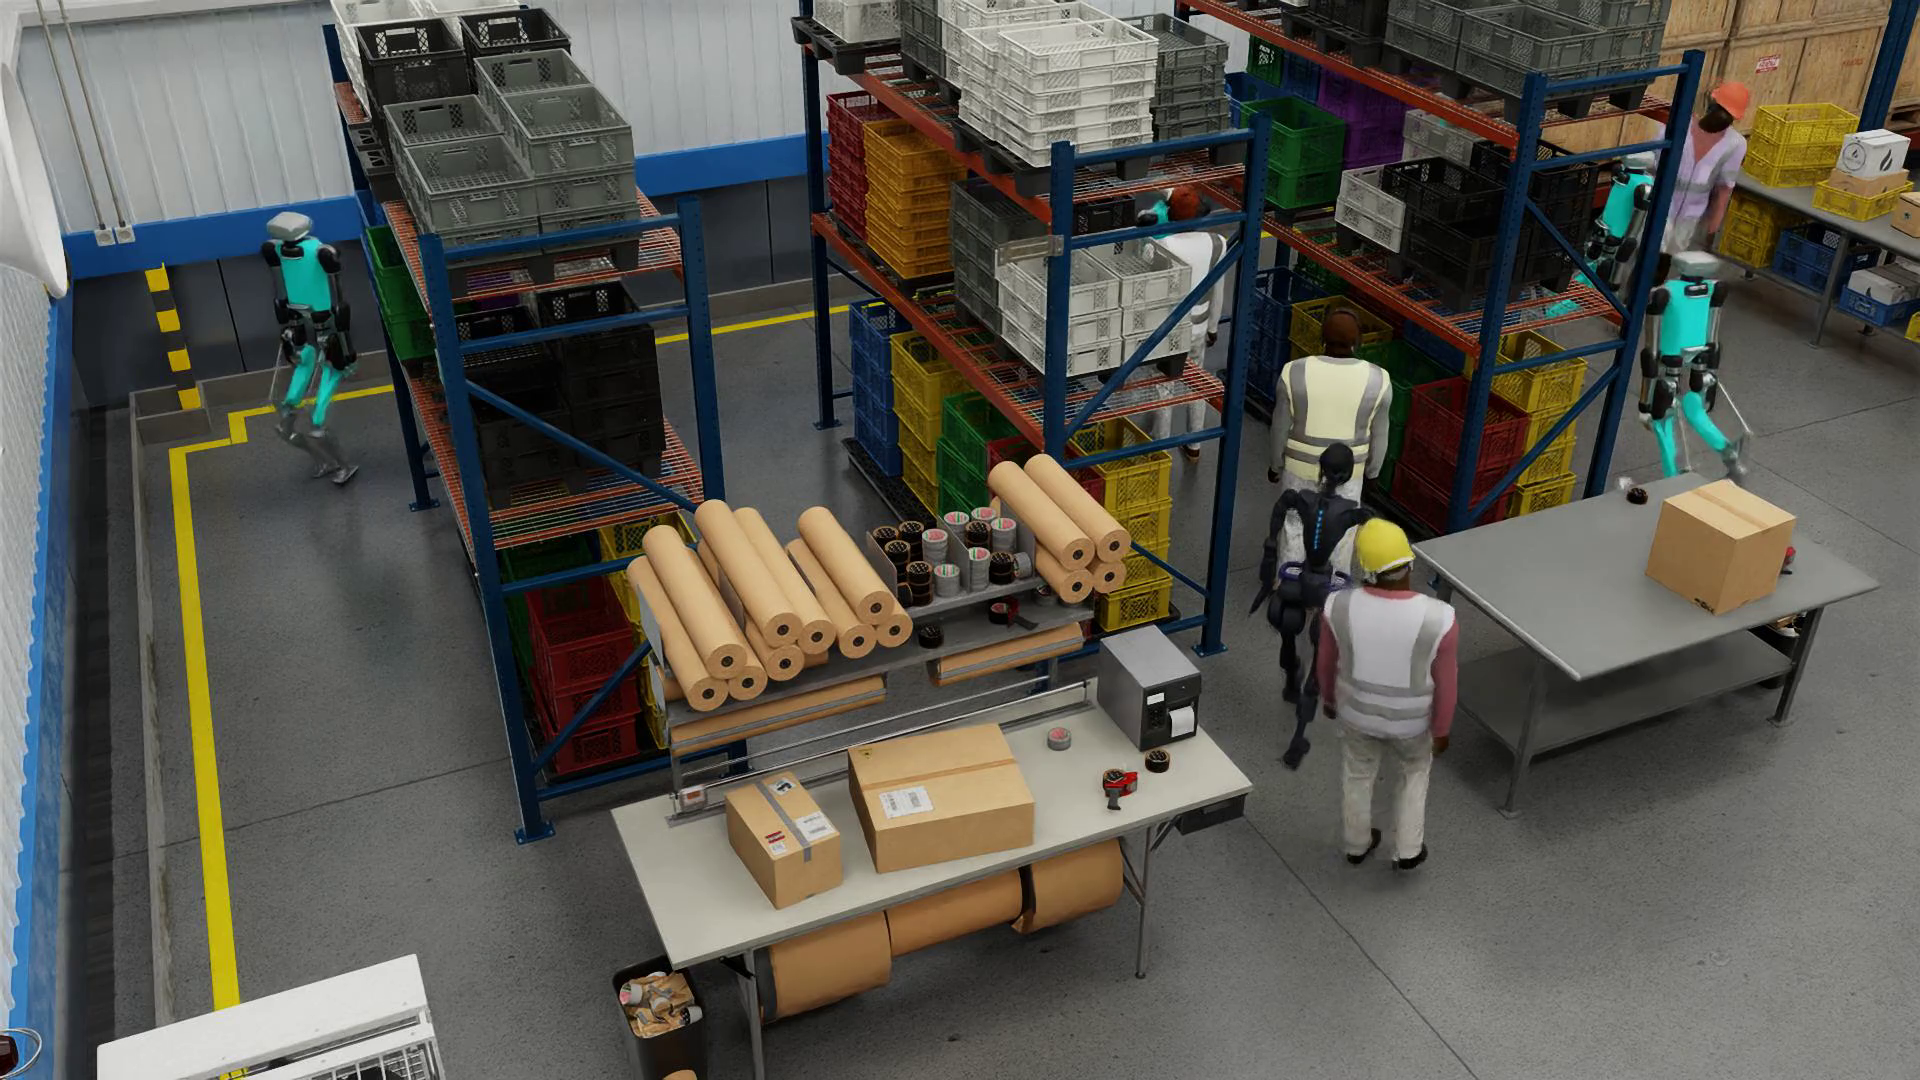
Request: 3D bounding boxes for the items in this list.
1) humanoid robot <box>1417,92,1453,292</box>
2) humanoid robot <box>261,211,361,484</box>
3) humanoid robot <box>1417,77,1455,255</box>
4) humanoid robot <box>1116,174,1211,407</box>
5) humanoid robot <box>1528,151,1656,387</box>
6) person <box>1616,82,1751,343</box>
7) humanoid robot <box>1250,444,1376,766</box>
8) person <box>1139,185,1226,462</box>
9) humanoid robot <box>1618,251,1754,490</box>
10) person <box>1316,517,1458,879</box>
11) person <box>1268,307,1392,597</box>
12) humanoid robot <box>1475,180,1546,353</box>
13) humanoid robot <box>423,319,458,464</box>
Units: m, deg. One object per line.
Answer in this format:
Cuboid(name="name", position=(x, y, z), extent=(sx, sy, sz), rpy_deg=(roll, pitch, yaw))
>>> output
Cuboid(name="humanoid robot", position=(3.750, -2.512, 12.681), extent=(0.673, 1.832, 0.538), rpy_deg=(22, 38, 32))
Cuboid(name="humanoid robot", position=(-4.099, -1.109, 10.345), extent=(0.538, 1.770, 0.677), rpy_deg=(10, 33, 16))
Cuboid(name="humanoid robot", position=(3.849, -3.086, 13.658), extent=(0.590, 1.636, 0.660), rpy_deg=(-13, 34, -20))
Cuboid(name="humanoid robot", position=(1.278, -1.725, 11.342), extent=(0.535, 1.731, 0.797), rpy_deg=(-13, 34, -20))
Cuboid(name="humanoid robot", position=(4.309, -1.901, 11.573), extent=(0.744, 1.692, 0.531), rpy_deg=(-1, 32, -2))
Cuboid(name="person", position=(5.288, -2.401, 12.235), extent=(0.698, 1.979, 0.696), rpy_deg=(7, 32, 11))
Cuboid(name="humanoid robot", position=(1.757, 0.270, 8.219), extent=(0.613, 1.622, 0.753), rpy_deg=(14, 34, 21))
Cuboid(name="person", position=(1.389, -1.341, 10.609), extent=(0.574, 1.883, 0.355), rpy_deg=(-9, 33, -15))
Cuboid(name="humanoid robot", position=(4.352, -0.747, 9.780), extent=(0.542, 1.720, 1.012), rpy_deg=(-10, 33, -16))
Cuboid(name="person", position=(1.874, 0.735, 7.326), extent=(0.646, 1.797, 0.406), rpy_deg=(13, 34, 20))
Cuboid(name="person", position=(2.002, -0.411, 9.139), extent=(0.631, 1.839, 0.429), rpy_deg=(5, 32, 8))
Cuboid(name="humanoid robot", position=(3.748, -1.735, 11.435), extent=(0.599, 1.654, 0.315), rpy_deg=(-4, 32, -7))
Cuboid(name="humanoid robot", position=(-3.346, -1.247, 10.645), extent=(0.336, 1.650, 0.591), rpy_deg=(-6, 32, -10))
